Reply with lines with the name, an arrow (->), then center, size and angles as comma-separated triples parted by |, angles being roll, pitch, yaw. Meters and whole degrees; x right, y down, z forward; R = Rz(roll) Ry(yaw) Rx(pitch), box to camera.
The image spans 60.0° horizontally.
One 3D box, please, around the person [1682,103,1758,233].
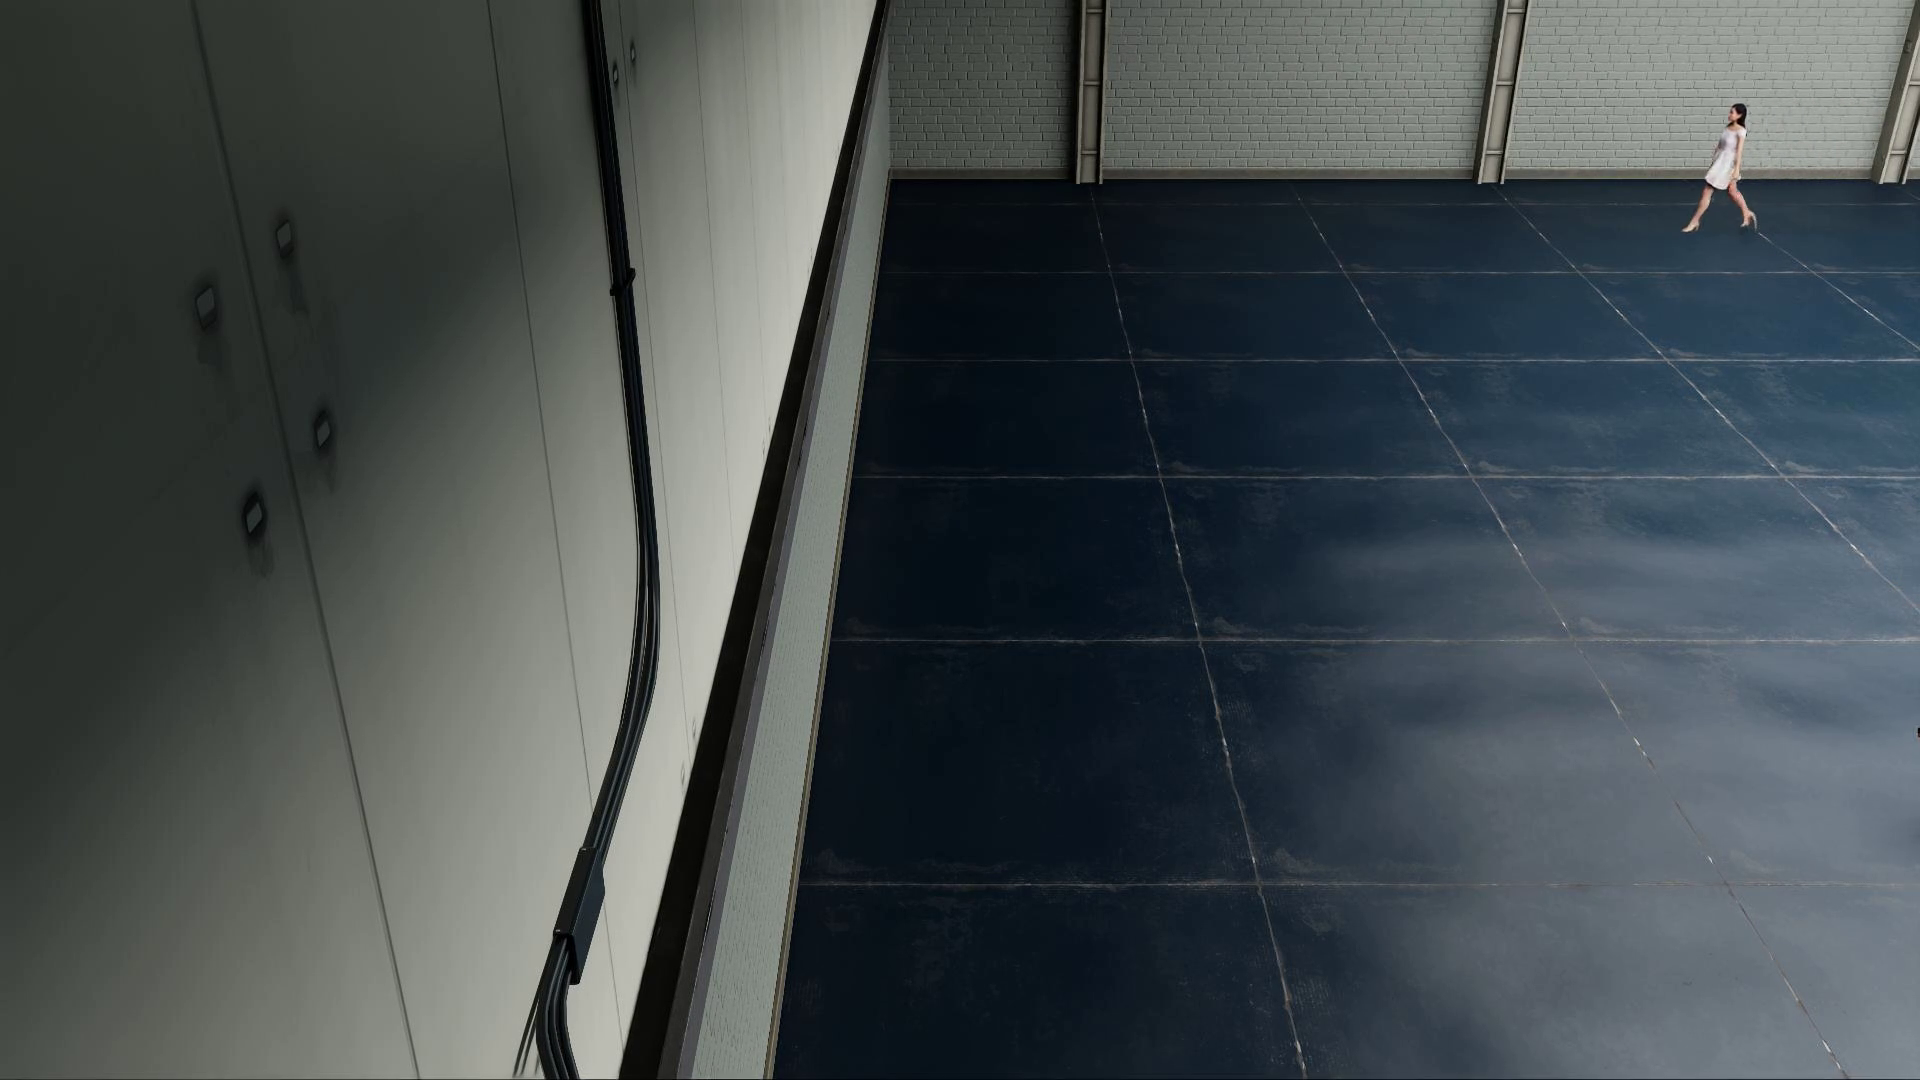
person -> 10.348, -4.947, 22.294 | 1.195, 1.730, 0.601 | -1, 28, -2
